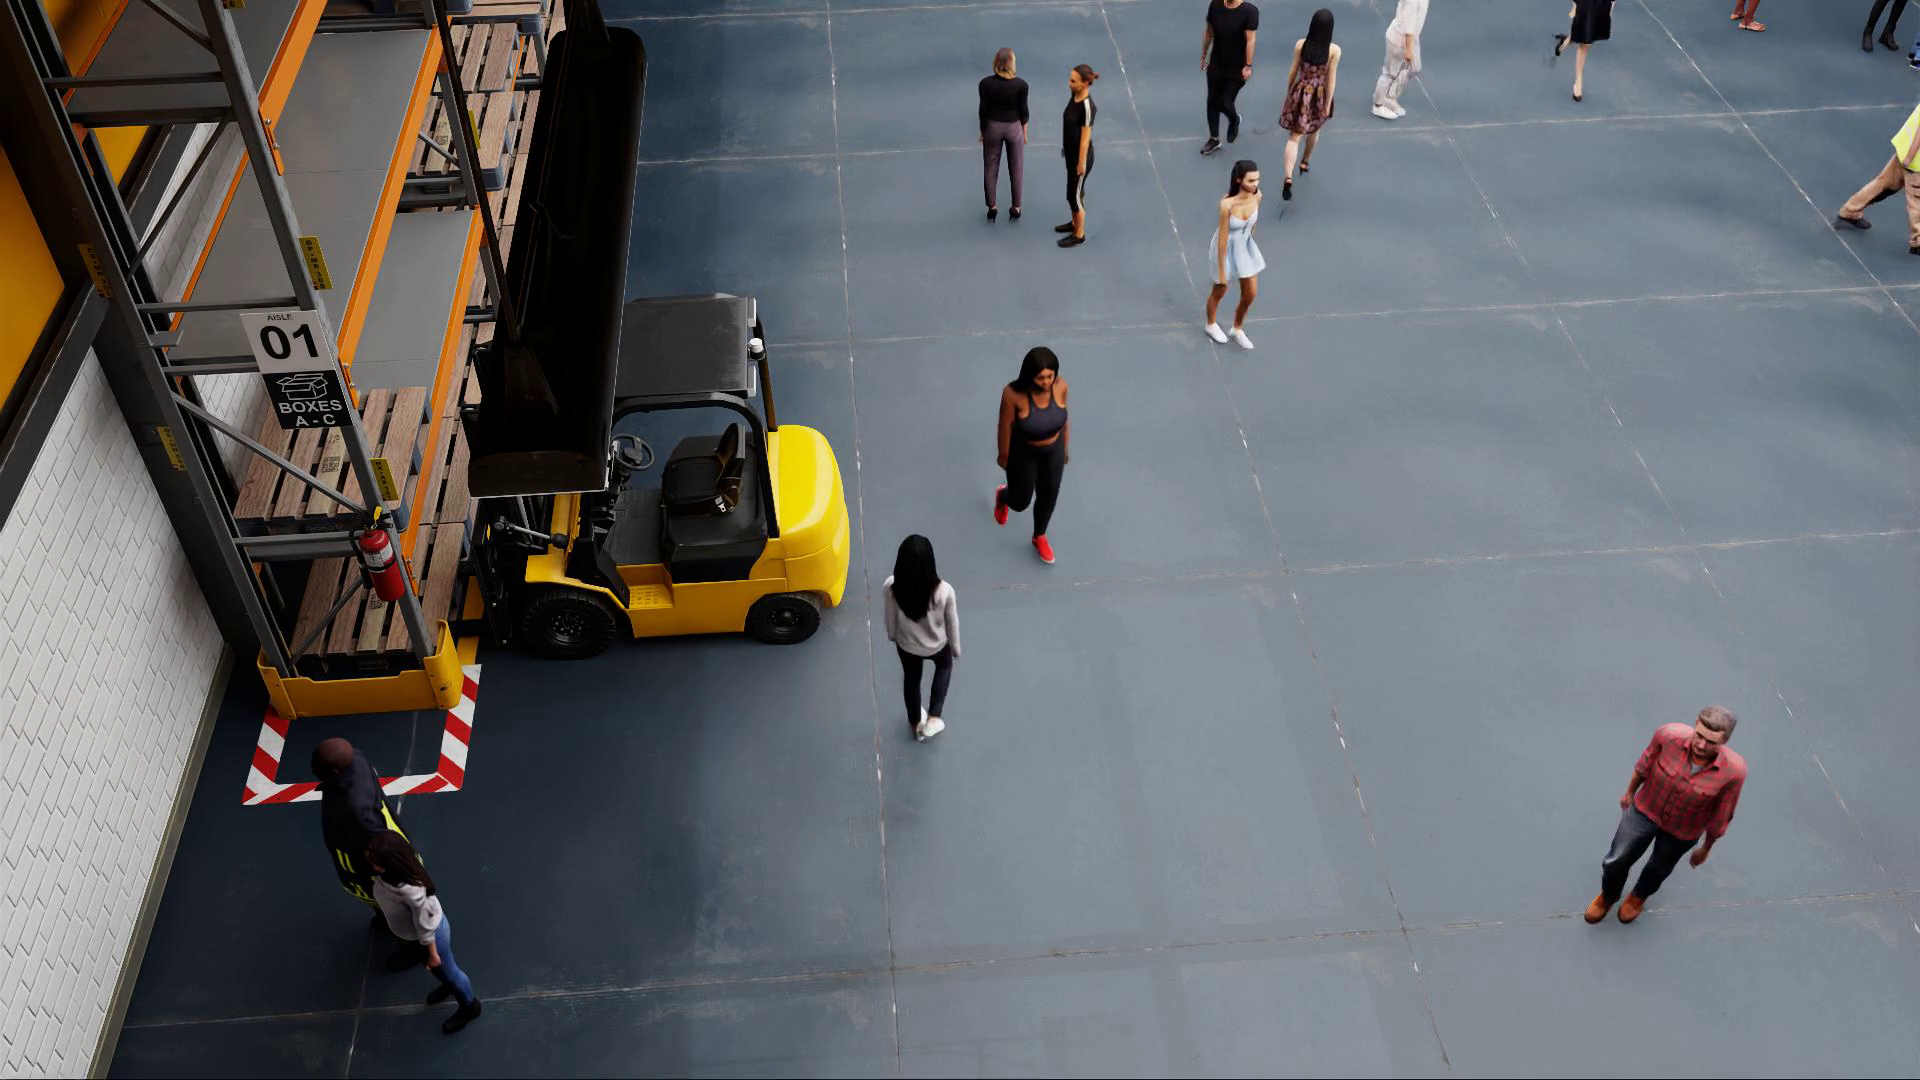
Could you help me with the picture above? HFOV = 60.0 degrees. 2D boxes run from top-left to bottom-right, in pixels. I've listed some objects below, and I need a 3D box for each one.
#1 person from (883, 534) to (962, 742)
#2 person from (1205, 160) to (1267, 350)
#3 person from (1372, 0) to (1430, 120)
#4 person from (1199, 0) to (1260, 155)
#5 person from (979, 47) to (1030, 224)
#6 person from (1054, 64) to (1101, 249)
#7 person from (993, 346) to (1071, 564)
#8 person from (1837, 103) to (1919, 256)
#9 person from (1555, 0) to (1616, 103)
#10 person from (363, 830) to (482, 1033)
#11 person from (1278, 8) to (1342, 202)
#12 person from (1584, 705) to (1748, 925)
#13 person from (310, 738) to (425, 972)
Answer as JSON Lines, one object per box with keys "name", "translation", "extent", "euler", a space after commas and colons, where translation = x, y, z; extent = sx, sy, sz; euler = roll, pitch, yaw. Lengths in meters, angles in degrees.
{"name": "person", "translation": [-0.252, 0.682, 10.182], "extent": [0.703, 1.691, 0.694], "euler": [7, 44, 7]}
{"name": "person", "translation": [2.115, -2.324, 13.322], "extent": [0.729, 1.713, 0.804], "euler": [-22, 48, -21]}
{"name": "person", "translation": [4.202, -4.869, 16.022], "extent": [0.829, 1.674, 0.729], "euler": [22, 48, 21]}
{"name": "person", "translation": [2.532, -4.488, 15.486], "extent": [0.876, 1.862, 0.934], "euler": [29, 51, 27]}
{"name": "person", "translation": [0.382, -3.549, 14.638], "extent": [0.626, 1.672, 0.573], "euler": [3, 44, 3]}
{"name": "person", "translation": [1.050, -3.384, 14.467], "extent": [0.663, 1.668, 0.516], "euler": [-7, 44, -7]}
{"name": "person", "translation": [0.490, -0.666, 11.517], "extent": [0.825, 1.802, 0.967], "euler": [-16, 46, -16]}
{"name": "person", "translation": [8.213, -3.359, 14.342], "extent": [1.153, 1.805, 1.217], "euler": [20, 47, 19]}
{"name": "person", "translation": [6.187, -5.246, 16.384], "extent": [0.629, 1.720, 0.989], "euler": [-5, 44, -5]}
{"name": "person", "translation": [-2.831, 2.042, 8.799], "extent": [0.736, 1.630, 0.643], "euler": [-31, 52, -28]}
{"name": "person", "translation": [3.108, -3.862, 14.917], "extent": [0.914, 1.740, 1.238], "euler": [12, 45, 12]}
{"name": "person", "translation": [3.979, 1.482, 9.253], "extent": [0.852, 1.815, 0.908], "euler": [29, 51, 27]}
{"name": "person", "translation": [-3.185, 1.669, 9.052], "extent": [0.883, 1.821, 0.726], "euler": [-16, 46, -16]}
